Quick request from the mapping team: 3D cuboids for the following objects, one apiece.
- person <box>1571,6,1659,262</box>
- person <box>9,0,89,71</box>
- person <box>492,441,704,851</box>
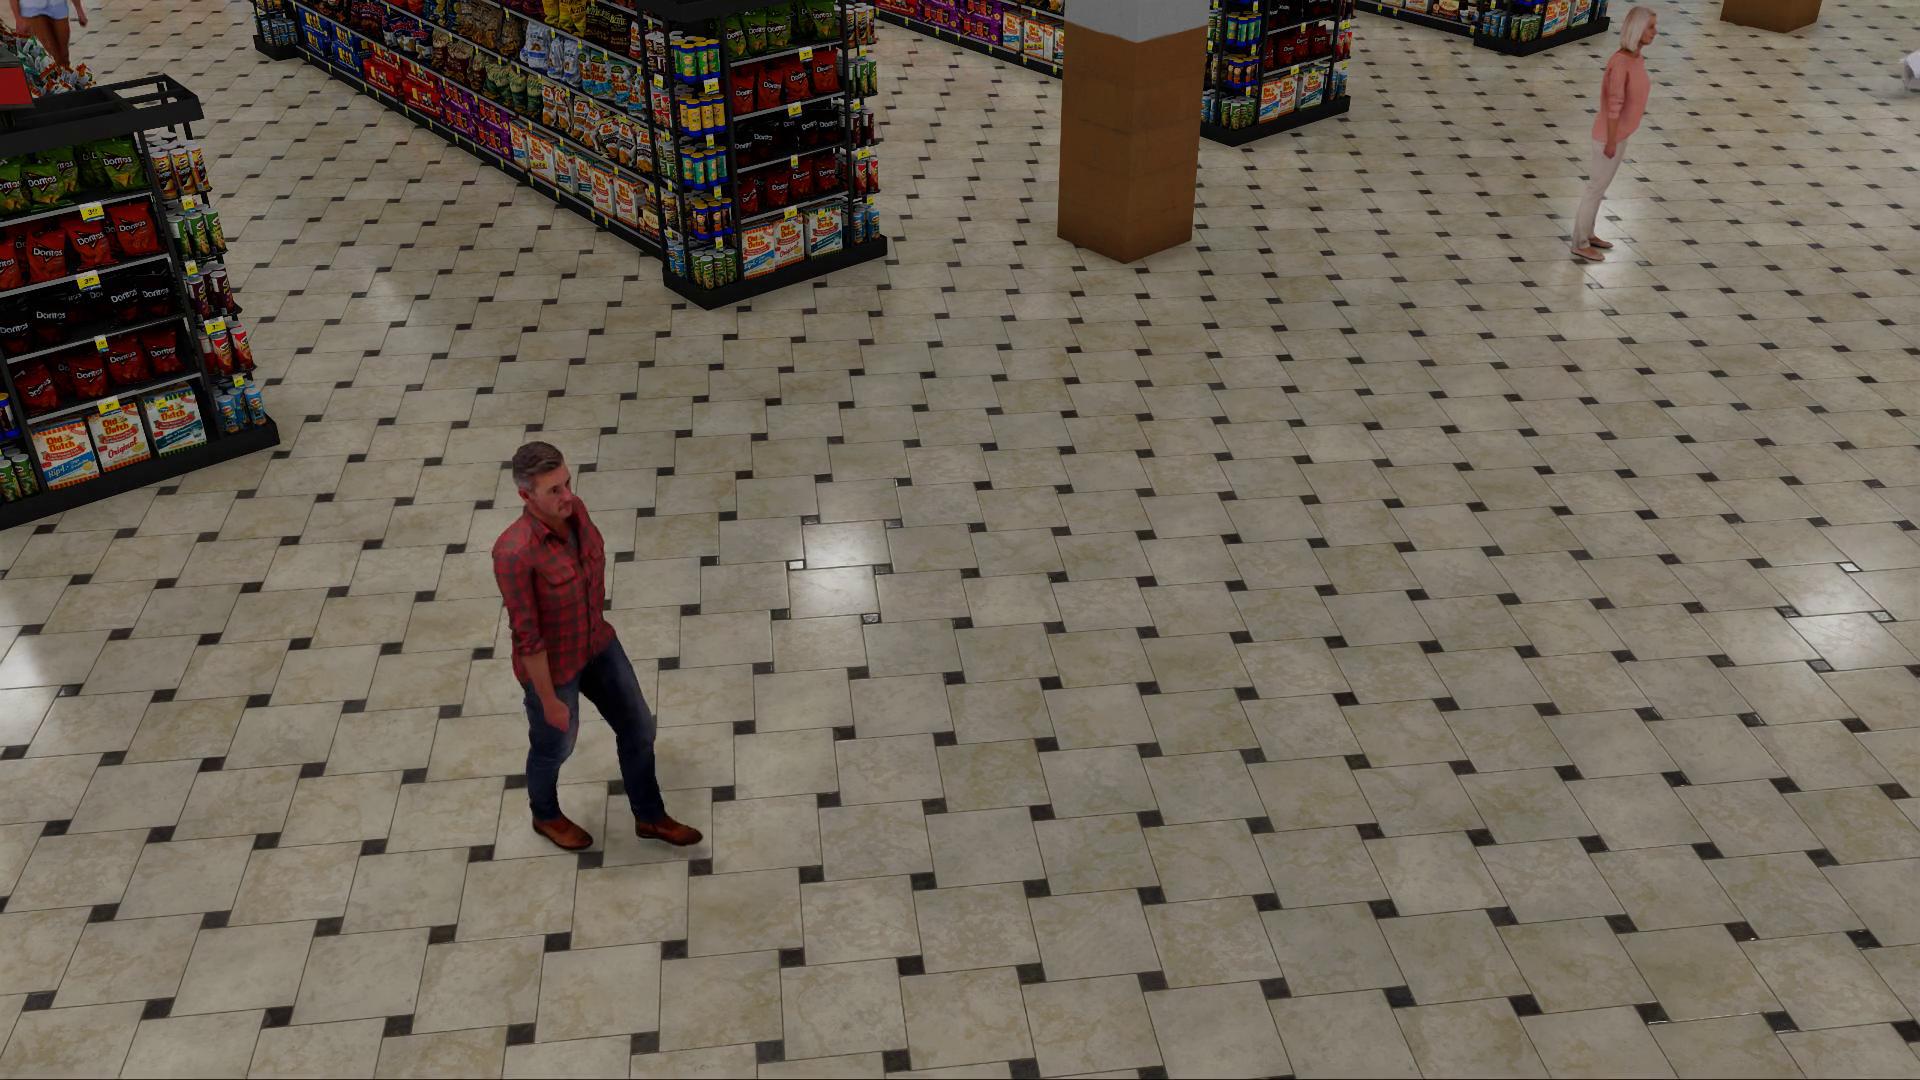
[{"bbox_3d":[4.528,-2.830,11.535,0.613,1.724,0.654,19,37,28],"label":"person"},{"bbox_3d":[-7.863,-4.525,14.181,0.864,1.806,0.810,19,37,28],"label":"person"},{"bbox_3d":[-1.553,0.422,6.232,1.080,1.804,0.946,14,35,21],"label":"person"}]
